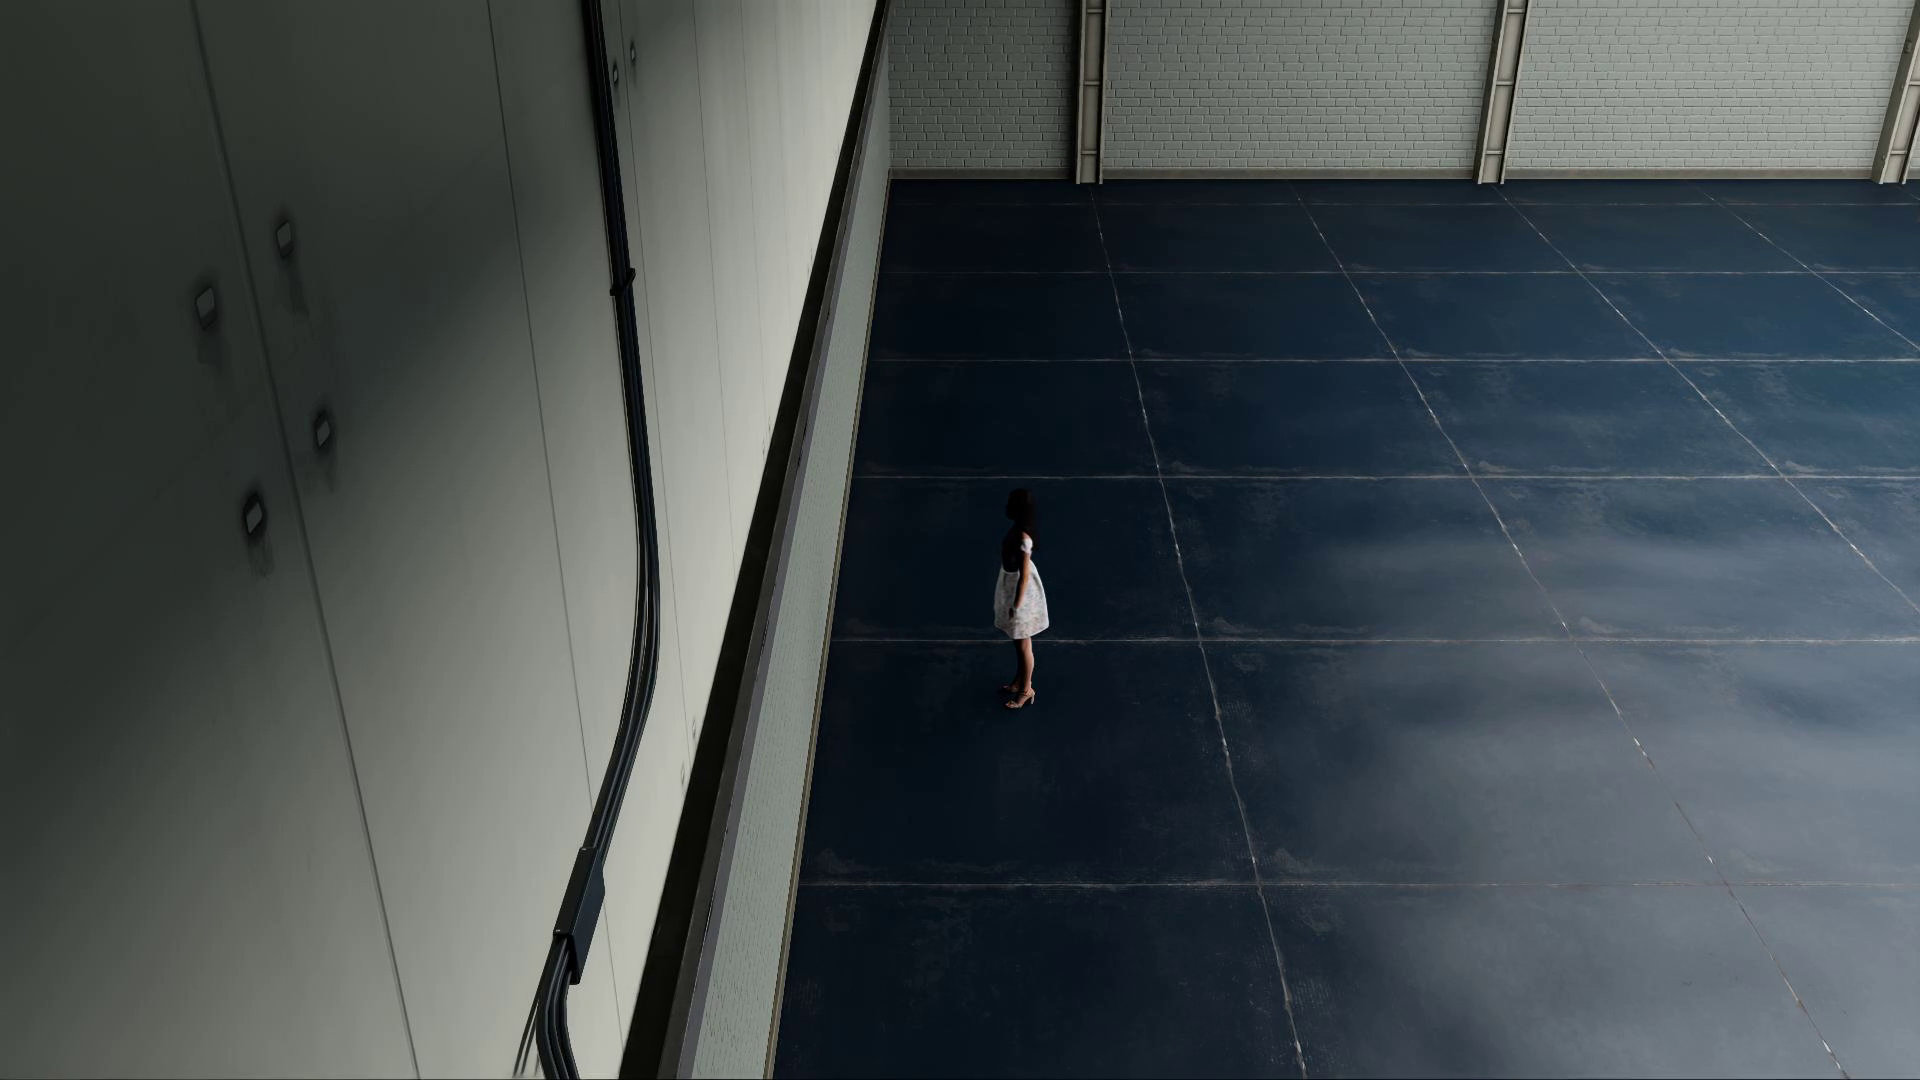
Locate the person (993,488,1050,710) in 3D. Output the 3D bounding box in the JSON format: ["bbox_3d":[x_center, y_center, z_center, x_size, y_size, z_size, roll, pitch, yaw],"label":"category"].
[{"bbox_3d":[0.434,0.423,12.163,0.612,1.774,0.631,0,28,1],"label":"person"}]
